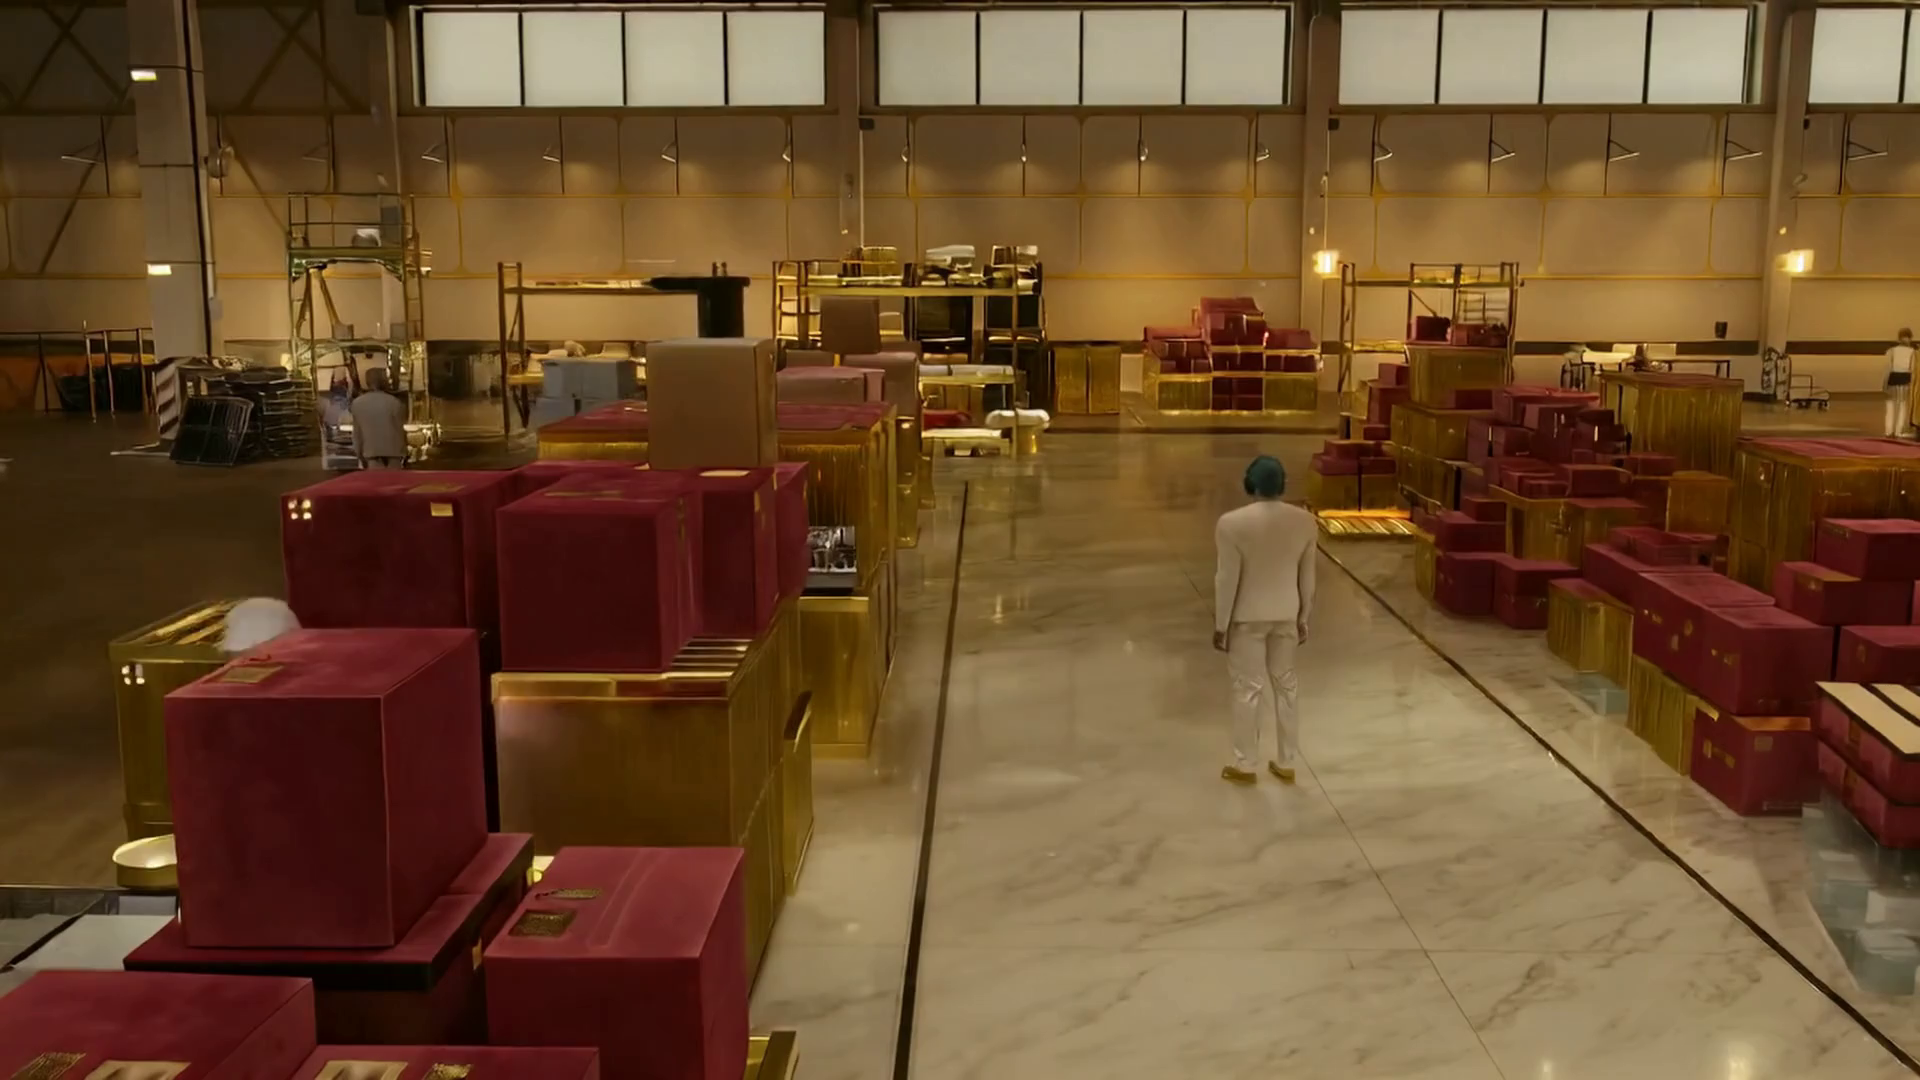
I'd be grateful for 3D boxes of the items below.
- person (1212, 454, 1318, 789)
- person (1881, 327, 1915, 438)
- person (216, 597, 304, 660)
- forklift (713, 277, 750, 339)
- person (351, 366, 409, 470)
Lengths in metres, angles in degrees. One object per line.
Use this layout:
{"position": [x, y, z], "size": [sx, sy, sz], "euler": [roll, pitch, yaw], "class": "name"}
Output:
{"position": [1.751, 0.472, 9.626], "size": [0.630, 1.938, 0.369], "euler": [-3, 10, -15], "class": "person"}
{"position": [16.336, -2.734, 28.884], "size": [0.565, 1.920, 0.412], "euler": [6, 11, 31], "class": "person"}
{"position": [-2.235, 1.133, 5.799], "size": [0.732, 1.905, 0.584], "euler": [1, 9, 4], "class": "person"}
{"position": [-3.292, -2.404, 24.038], "size": [1.873, 2.768, 1.129], "euler": [0, 9, 1], "class": "forklift"}
{"position": [-6.131, -0.871, 17.668], "size": [0.630, 1.940, 0.372], "euler": [3, 10, 16], "class": "person"}
